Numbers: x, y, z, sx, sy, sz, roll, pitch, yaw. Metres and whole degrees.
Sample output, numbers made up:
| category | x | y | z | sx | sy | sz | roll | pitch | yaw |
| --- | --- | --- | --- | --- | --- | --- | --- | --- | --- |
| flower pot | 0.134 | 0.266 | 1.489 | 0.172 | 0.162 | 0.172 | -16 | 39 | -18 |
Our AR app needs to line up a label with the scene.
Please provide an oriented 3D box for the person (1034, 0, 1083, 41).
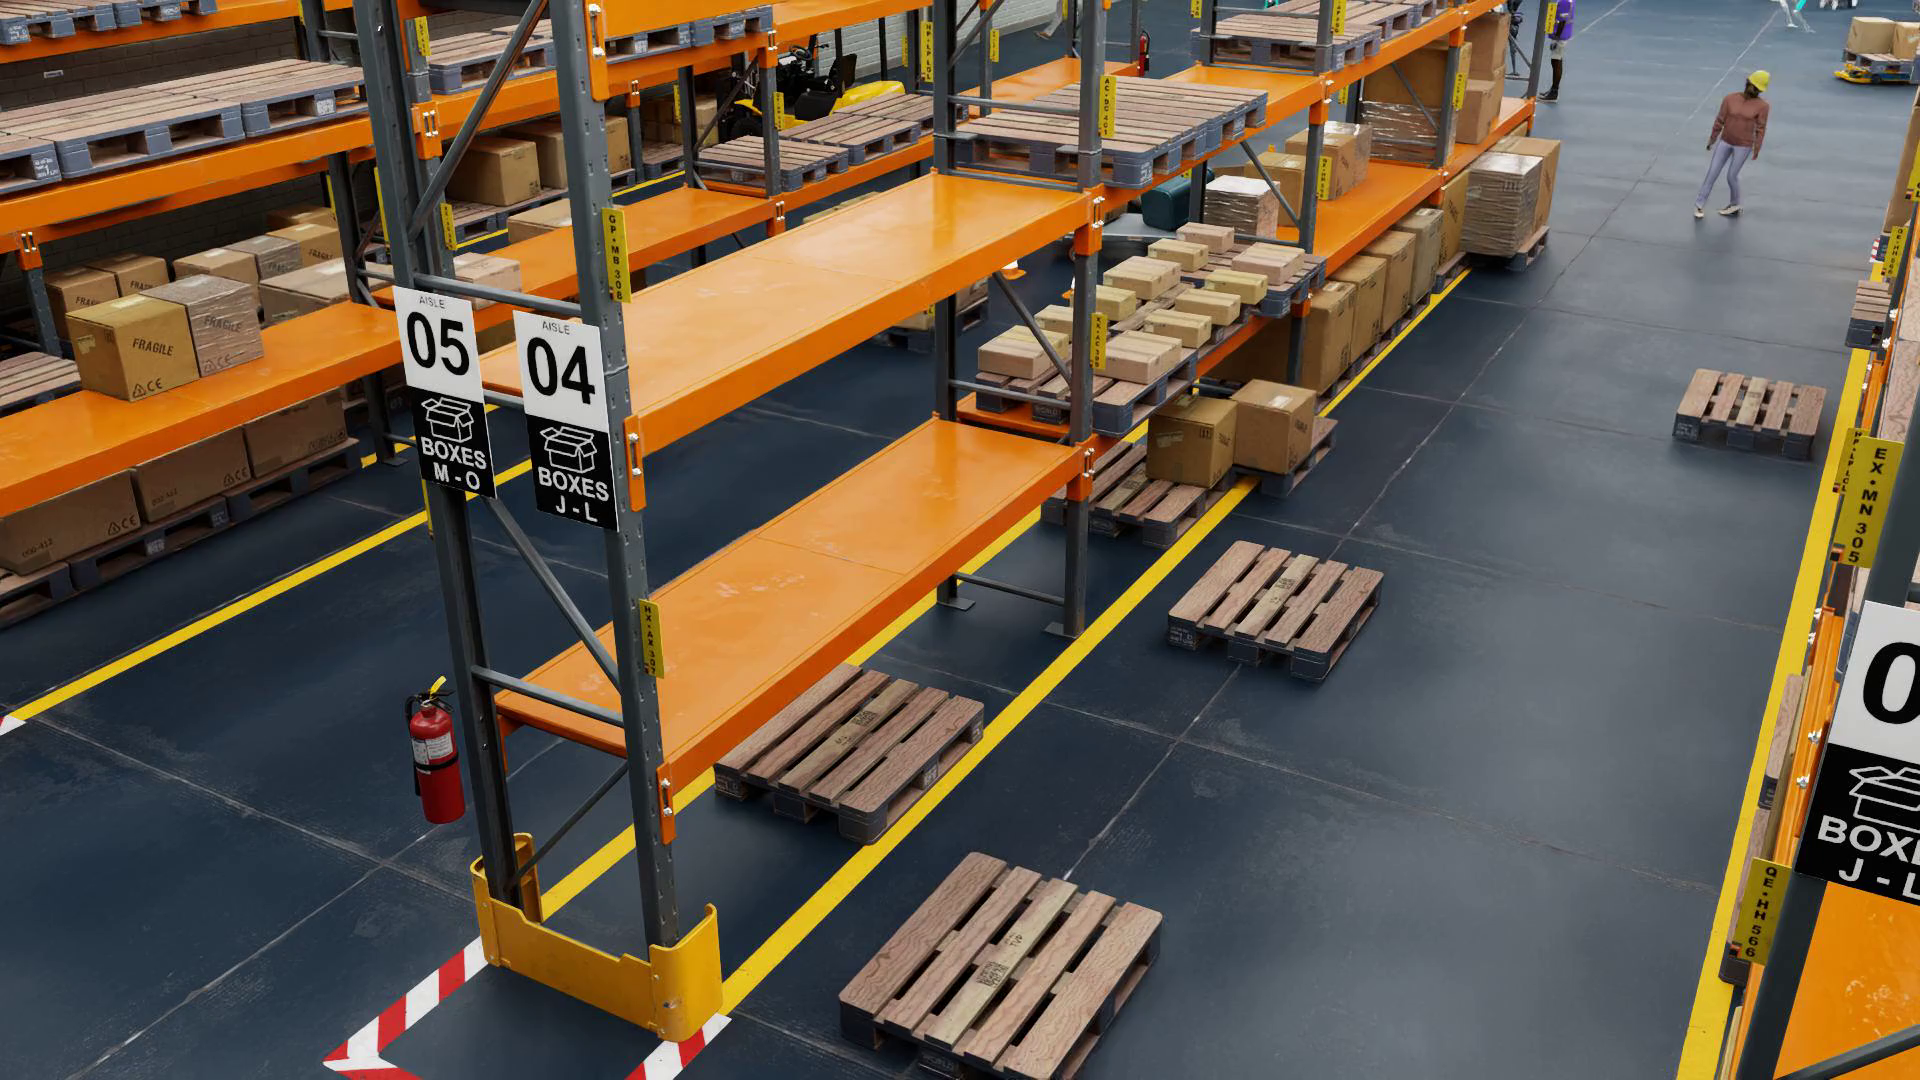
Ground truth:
| category | x | y | z | sx | sy | sz | roll | pitch | yaw |
| --- | --- | --- | --- | --- | --- | --- | --- | --- | --- |
| person | 1.954 | -10.024 | 30.323 | 1.101 | 1.859 | 0.674 | -6 | 26 | -13 |

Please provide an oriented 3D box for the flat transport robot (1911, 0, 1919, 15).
| category | x | y | z | sx | sy | sz | roll | pitch | yaw |
| --- | --- | --- | --- | --- | --- | --- | --- | --- | --- |
| flat transport robot | 19.361 | -10.216 | 32.570 | 0.659 | 0.231 | 1.431 | 8 | 27 | 16 |

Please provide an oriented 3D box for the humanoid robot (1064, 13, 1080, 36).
| category | x | y | z | sx | sy | sz | roll | pitch | yaw |
| --- | --- | --- | --- | --- | --- | --- | --- | --- | --- |
| humanoid robot | 2.129 | -10.315 | 31.078 | 0.533 | 1.781 | 0.710 | 12 | 28 | 23 |

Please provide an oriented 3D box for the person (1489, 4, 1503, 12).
| category | x | y | z | sx | sy | sz | roll | pitch | yaw |
| --- | --- | --- | --- | --- | --- | --- | --- | --- | --- |
| person | 7.773 | -7.439 | 24.947 | 0.592 | 1.879 | 0.918 | 14 | 29 | 26 |

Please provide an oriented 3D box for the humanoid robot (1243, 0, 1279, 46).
| category | x | y | z | sx | sy | sz | roll | pitch | yaw |
| --- | --- | --- | --- | --- | --- | --- | --- | --- | --- |
| humanoid robot | 4.480 | -7.674 | 25.649 | 0.935 | 1.792 | 0.546 | 7 | 27 | 14 |

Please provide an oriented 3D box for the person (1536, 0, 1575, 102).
| category | x | y | z | sx | sy | sz | roll | pitch | yaw |
| --- | --- | --- | --- | --- | --- | --- | --- | --- | --- |
| person | 9.138 | -7.702 | 25.400 | 0.371 | 1.959 | 0.602 | 11 | 28 | 22 |

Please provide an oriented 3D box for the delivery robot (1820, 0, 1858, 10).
| category | x | y | z | sx | sy | sz | roll | pitch | yaw |
| --- | --- | --- | --- | --- | --- | --- | --- | --- | --- |
| delivery robot | 18.247 | -11.325 | 34.532 | 0.765 | 0.583 | 0.499 | -16 | 30 | -29 |

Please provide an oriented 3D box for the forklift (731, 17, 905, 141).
| category | x | y | z | sx | sy | sz | roll | pitch | yaw |
| --- | --- | --- | --- | --- | --- | --- | --- | --- | --- |
| forklift | -1.819 | -5.975 | 21.543 | 2.313 | 2.155 | 1.214 | 14 | 29 | 26 |

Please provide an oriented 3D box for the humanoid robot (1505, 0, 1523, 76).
| category | x | y | z | sx | sy | sz | roll | pitch | yaw |
| --- | --- | --- | --- | --- | --- | --- | --- | --- | --- |
| humanoid robot | 9.036 | -8.500 | 27.390 | 0.567 | 1.639 | 0.615 | 13 | 28 | 25 |

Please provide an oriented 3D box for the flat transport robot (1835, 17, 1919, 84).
| category | x | y | z | sx | sy | sz | roll | pitch | yaw |
| --- | --- | --- | --- | --- | --- | --- | --- | --- | --- |
| flat transport robot | 15.168 | -7.621 | 27.177 | 1.431 | 0.231 | 0.659 | 1 | 26 | 2 |

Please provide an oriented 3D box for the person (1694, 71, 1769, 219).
| category | x | y | z | sx | sy | sz | roll | pitch | yaw |
| --- | --- | --- | --- | --- | --- | --- | --- | --- | --- |
| person | 8.913 | -4.552 | 19.149 | 0.588 | 1.697 | 0.579 | 20 | 32 | 36 |

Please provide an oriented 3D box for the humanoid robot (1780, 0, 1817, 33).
| category | x | y | z | sx | sy | sz | roll | pitch | yaw |
| --- | --- | --- | --- | --- | --- | --- | --- | --- | --- |
| humanoid robot | 15.952 | -10.497 | 31.480 | 0.850 | 1.793 | 0.548 | 1 | 26 | 3 |
